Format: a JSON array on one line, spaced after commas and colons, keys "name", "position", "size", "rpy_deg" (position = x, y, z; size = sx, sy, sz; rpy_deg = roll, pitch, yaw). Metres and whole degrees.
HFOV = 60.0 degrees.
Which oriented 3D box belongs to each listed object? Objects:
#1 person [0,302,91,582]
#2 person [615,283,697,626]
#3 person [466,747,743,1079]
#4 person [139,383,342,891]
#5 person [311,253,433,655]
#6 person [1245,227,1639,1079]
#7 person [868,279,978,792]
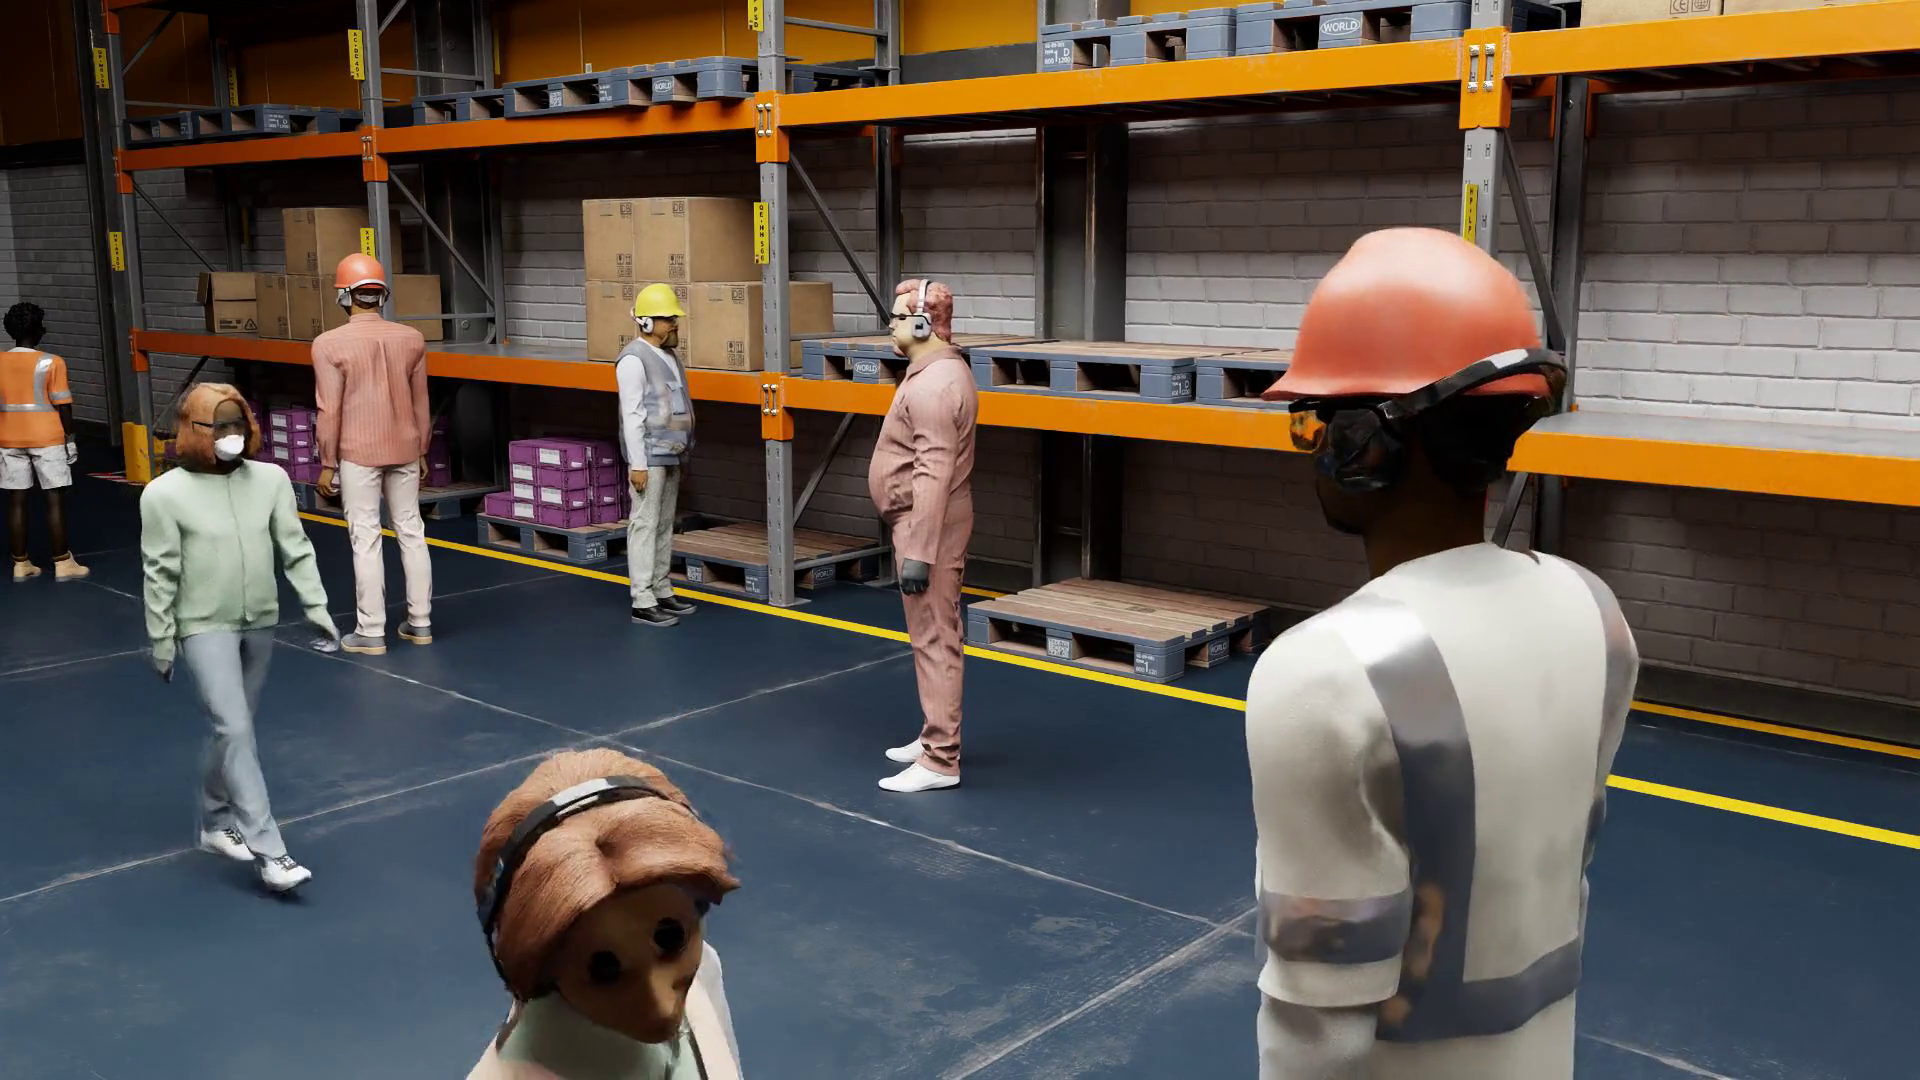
[{"name": "person", "position": [-5.619, -0.586, 10.094], "size": [0.539, 1.695, 0.319], "rpy_deg": [1, 10, 3]}, {"name": "person", "position": [-1.632, -0.465, 9.018], "size": [0.404, 1.833, 0.591], "rpy_deg": [2, 10, 13]}, {"name": "person", "position": [-0.351, 0.942, 1.641], "size": [0.383, 1.610, 0.657], "rpy_deg": [1, 10, 6]}, {"name": "person", "position": [-2.257, 0.304, 5.298], "size": [0.803, 1.595, 0.520], "rpy_deg": [6, 12, 32]}, {"name": "person", "position": [-2.937, -0.425, 8.331], "size": [0.390, 1.995, 0.613], "rpy_deg": [9, 13, 42]}, {"name": "person", "position": [0.487, 0.678, 1.913], "size": [0.614, 2.041, 0.390], "rpy_deg": [-9, 14, -43]}, {"name": "person", "position": [-0.139, -0.015, 6.250], "size": [0.407, 1.908, 0.642], "rpy_deg": [1, 10, 3]}]
